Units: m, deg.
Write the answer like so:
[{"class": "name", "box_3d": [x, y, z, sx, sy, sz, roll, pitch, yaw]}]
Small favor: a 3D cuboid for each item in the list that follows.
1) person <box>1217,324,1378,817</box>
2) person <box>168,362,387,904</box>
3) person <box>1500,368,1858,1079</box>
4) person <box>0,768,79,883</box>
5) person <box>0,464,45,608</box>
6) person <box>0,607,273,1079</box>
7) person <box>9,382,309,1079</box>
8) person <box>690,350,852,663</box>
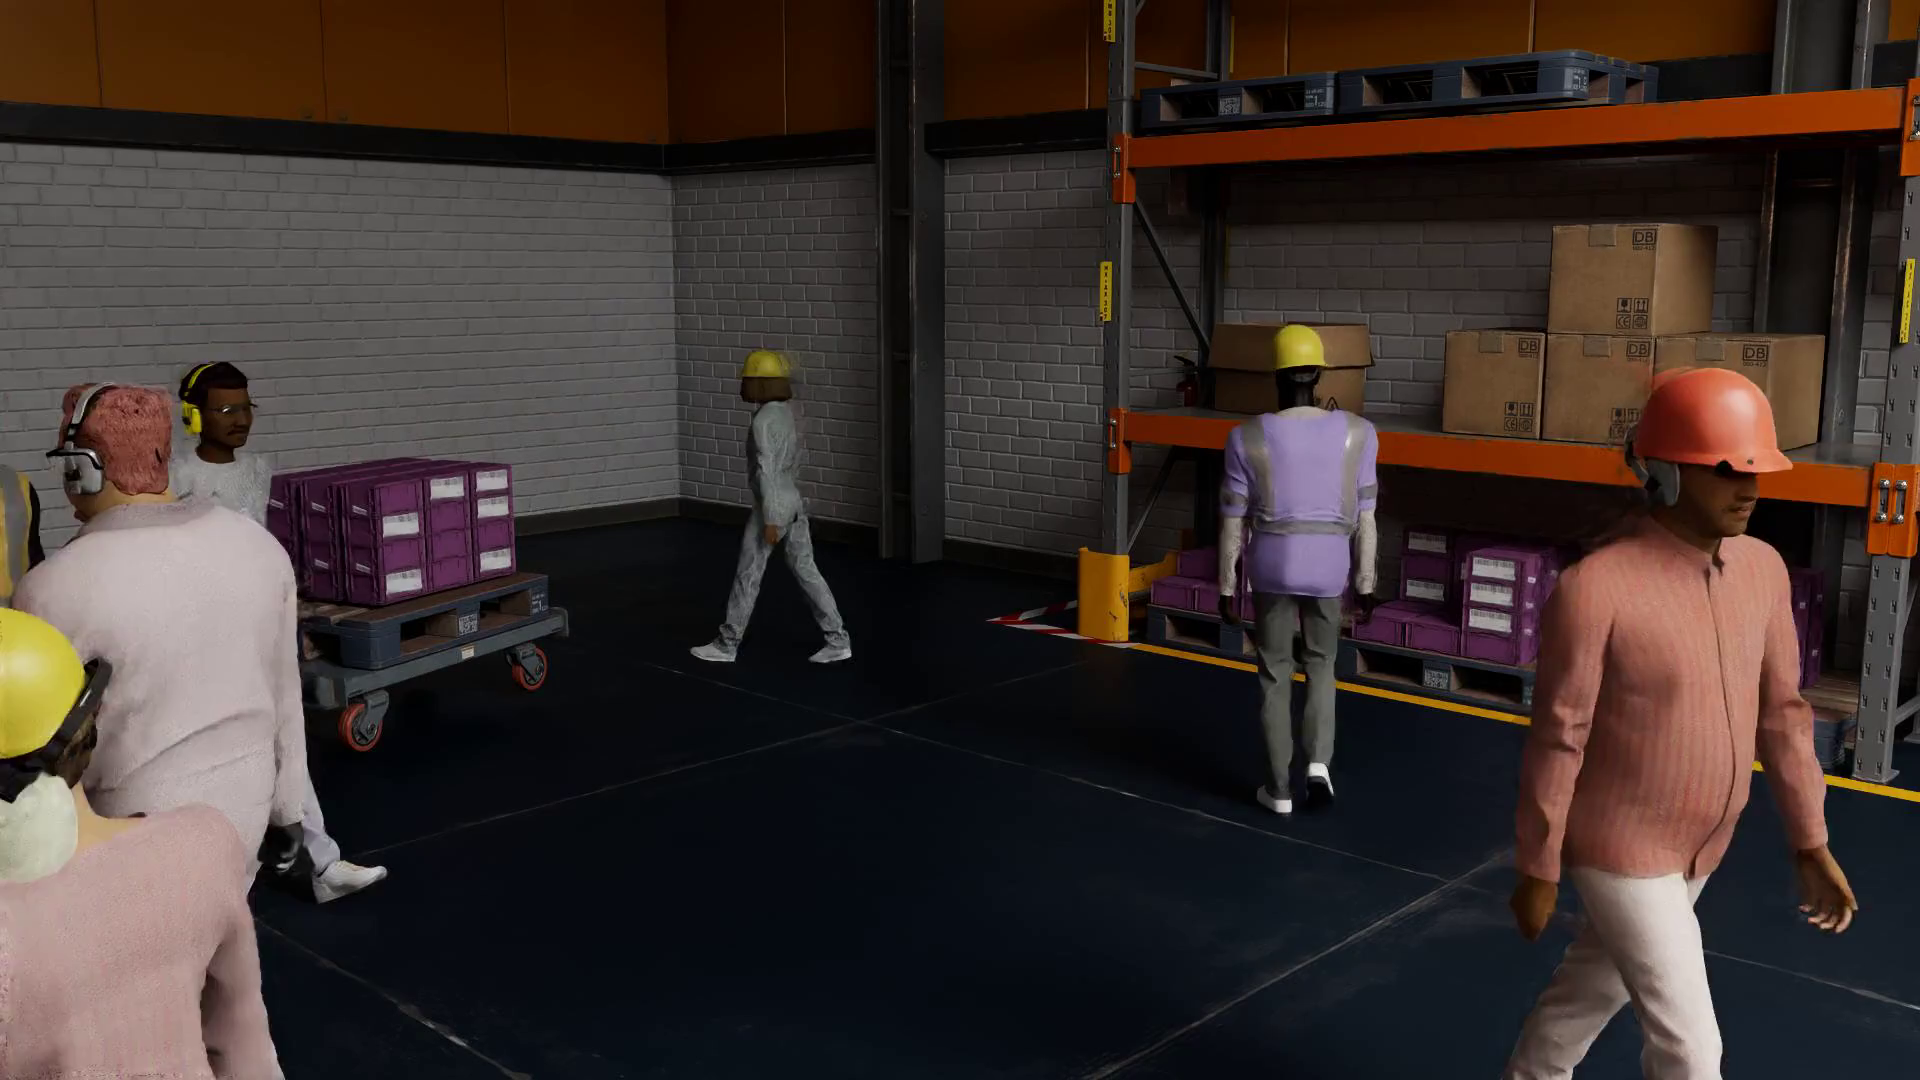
[{"class": "person", "box_3d": [1.292, 0.127, 6.434, 0.609, 1.908, 0.420, 0, 9, 0]}, {"class": "person", "box_3d": [-2.389, 0.330, 5.485, 0.982, 1.815, 0.543, 4, 10, 26]}, {"class": "person", "box_3d": [1.466, 0.621, 3.368, 0.609, 1.927, 1.071, -6, 11, -32]}, {"class": "person", "box_3d": [-1.359, 0.842, 1.914, 0.690, 1.952, 0.563, -4, 10, -21]}, {"class": "person", "box_3d": [-3.100, 0.408, 5.092, 0.646, 1.791, 0.978, -9, 13, -44]}, {"class": "person", "box_3d": [-1.057, 0.914, 2.118, 0.529, 1.736, 0.617, 4, 10, 25]}, {"class": "person", "box_3d": [-1.681, 0.622, 3.485, 0.442, 1.891, 0.650, 3, 10, 19]}, {"class": "person", "box_3d": [-0.988, -0.166, 8.881, 0.898, 1.695, 0.509, 3, 10, 16]}]
